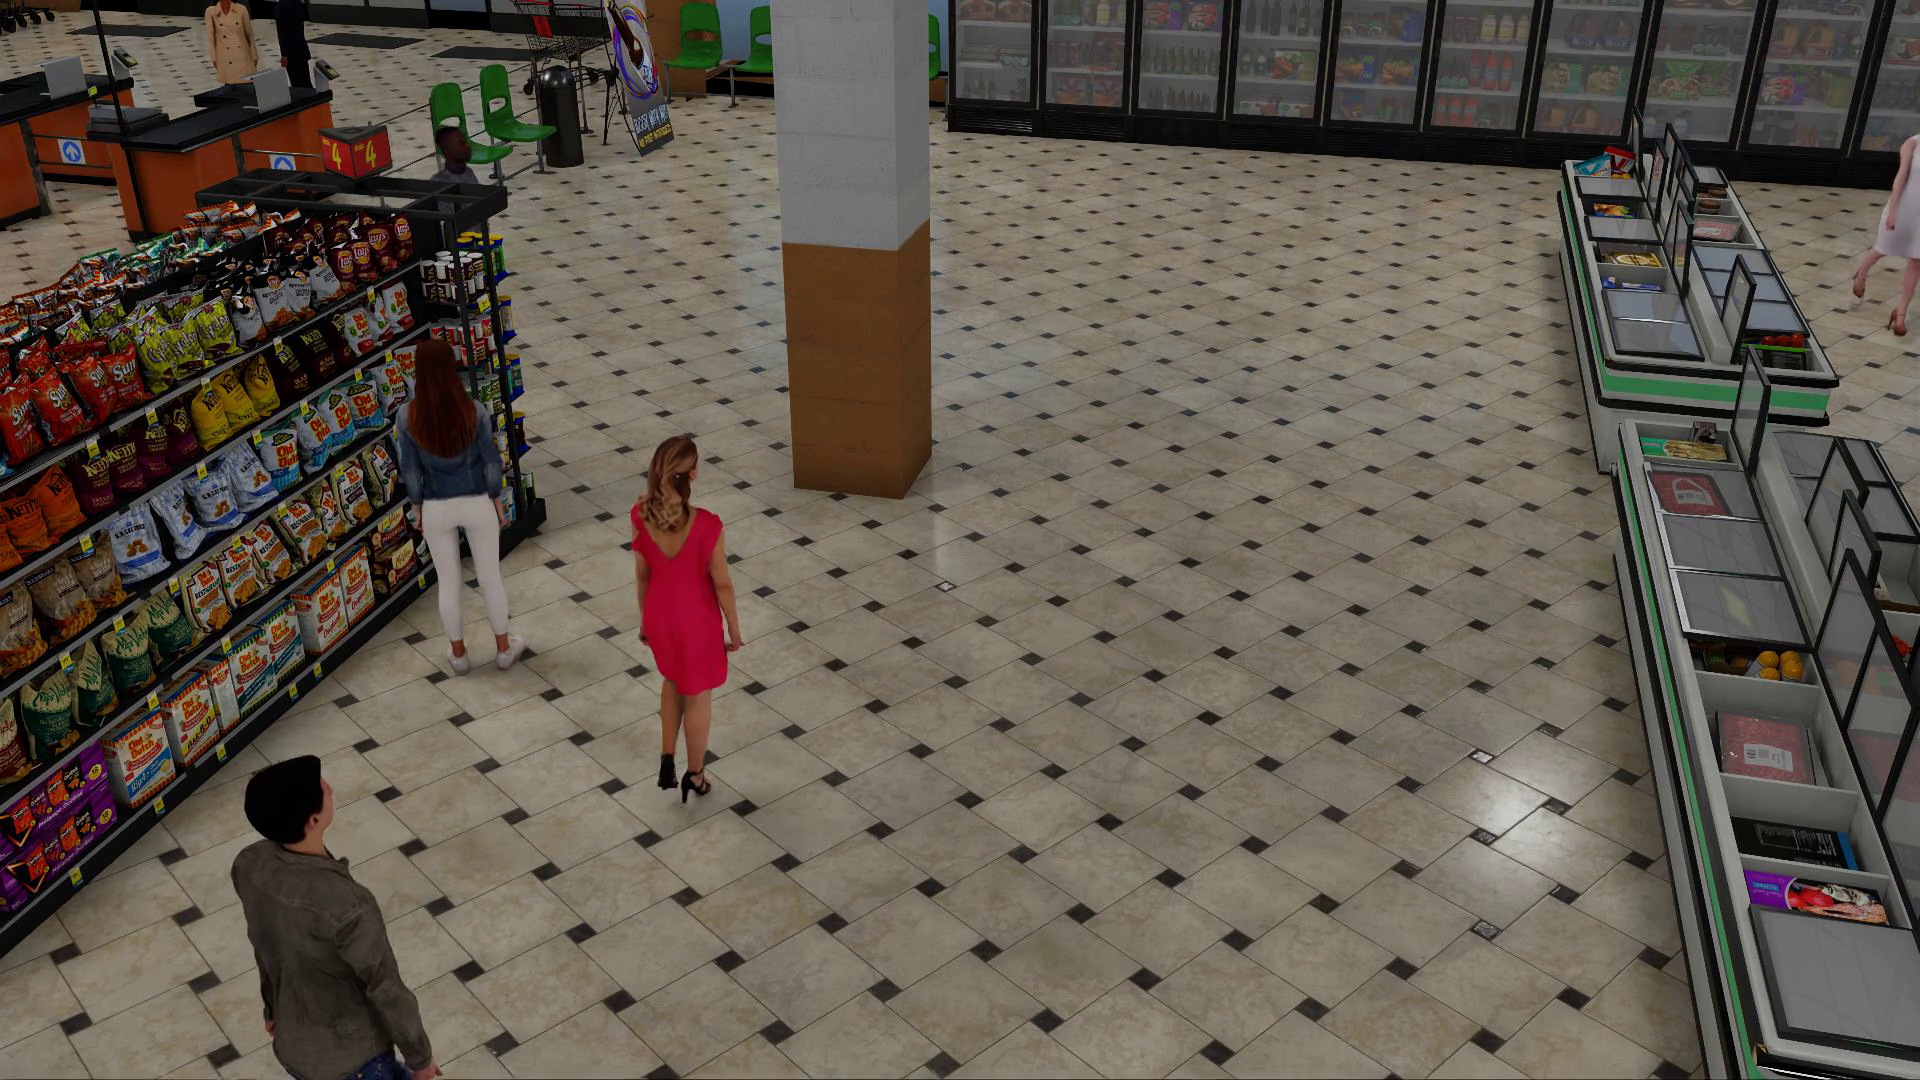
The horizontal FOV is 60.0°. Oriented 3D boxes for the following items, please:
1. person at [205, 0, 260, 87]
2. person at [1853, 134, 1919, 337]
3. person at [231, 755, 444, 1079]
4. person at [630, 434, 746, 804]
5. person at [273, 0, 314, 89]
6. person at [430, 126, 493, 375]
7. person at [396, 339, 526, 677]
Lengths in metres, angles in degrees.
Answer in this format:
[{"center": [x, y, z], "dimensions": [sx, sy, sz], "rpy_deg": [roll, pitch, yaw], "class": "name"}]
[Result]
[{"center": [-7.863, -5.223, 18.036], "dimensions": [0.720, 1.682, 0.738], "rpy_deg": [-9, 28, -18], "class": "person"}, {"center": [7.074, -2.452, 12.490], "dimensions": [0.693, 1.755, 1.147], "rpy_deg": [3, 27, 6], "class": "person"}, {"center": [-1.817, 1.473, 4.673], "dimensions": [1.012, 1.825, 1.285], "rpy_deg": [19, 32, 32], "class": "person"}, {"center": [-1.194, 0.392, 6.922], "dimensions": [0.626, 1.720, 0.669], "rpy_deg": [9, 28, 17], "class": "person"}, {"center": [-7.232, -5.282, 18.102], "dimensions": [0.726, 1.727, 0.512], "rpy_deg": [3, 27, 6], "class": "person"}, {"center": [-3.348, -1.893, 11.297], "dimensions": [0.774, 1.838, 0.537], "rpy_deg": [2, 27, 5], "class": "person"}, {"center": [-2.412, -0.139, 7.990], "dimensions": [0.682, 1.700, 0.655], "rpy_deg": [-5, 27, -9], "class": "person"}]
